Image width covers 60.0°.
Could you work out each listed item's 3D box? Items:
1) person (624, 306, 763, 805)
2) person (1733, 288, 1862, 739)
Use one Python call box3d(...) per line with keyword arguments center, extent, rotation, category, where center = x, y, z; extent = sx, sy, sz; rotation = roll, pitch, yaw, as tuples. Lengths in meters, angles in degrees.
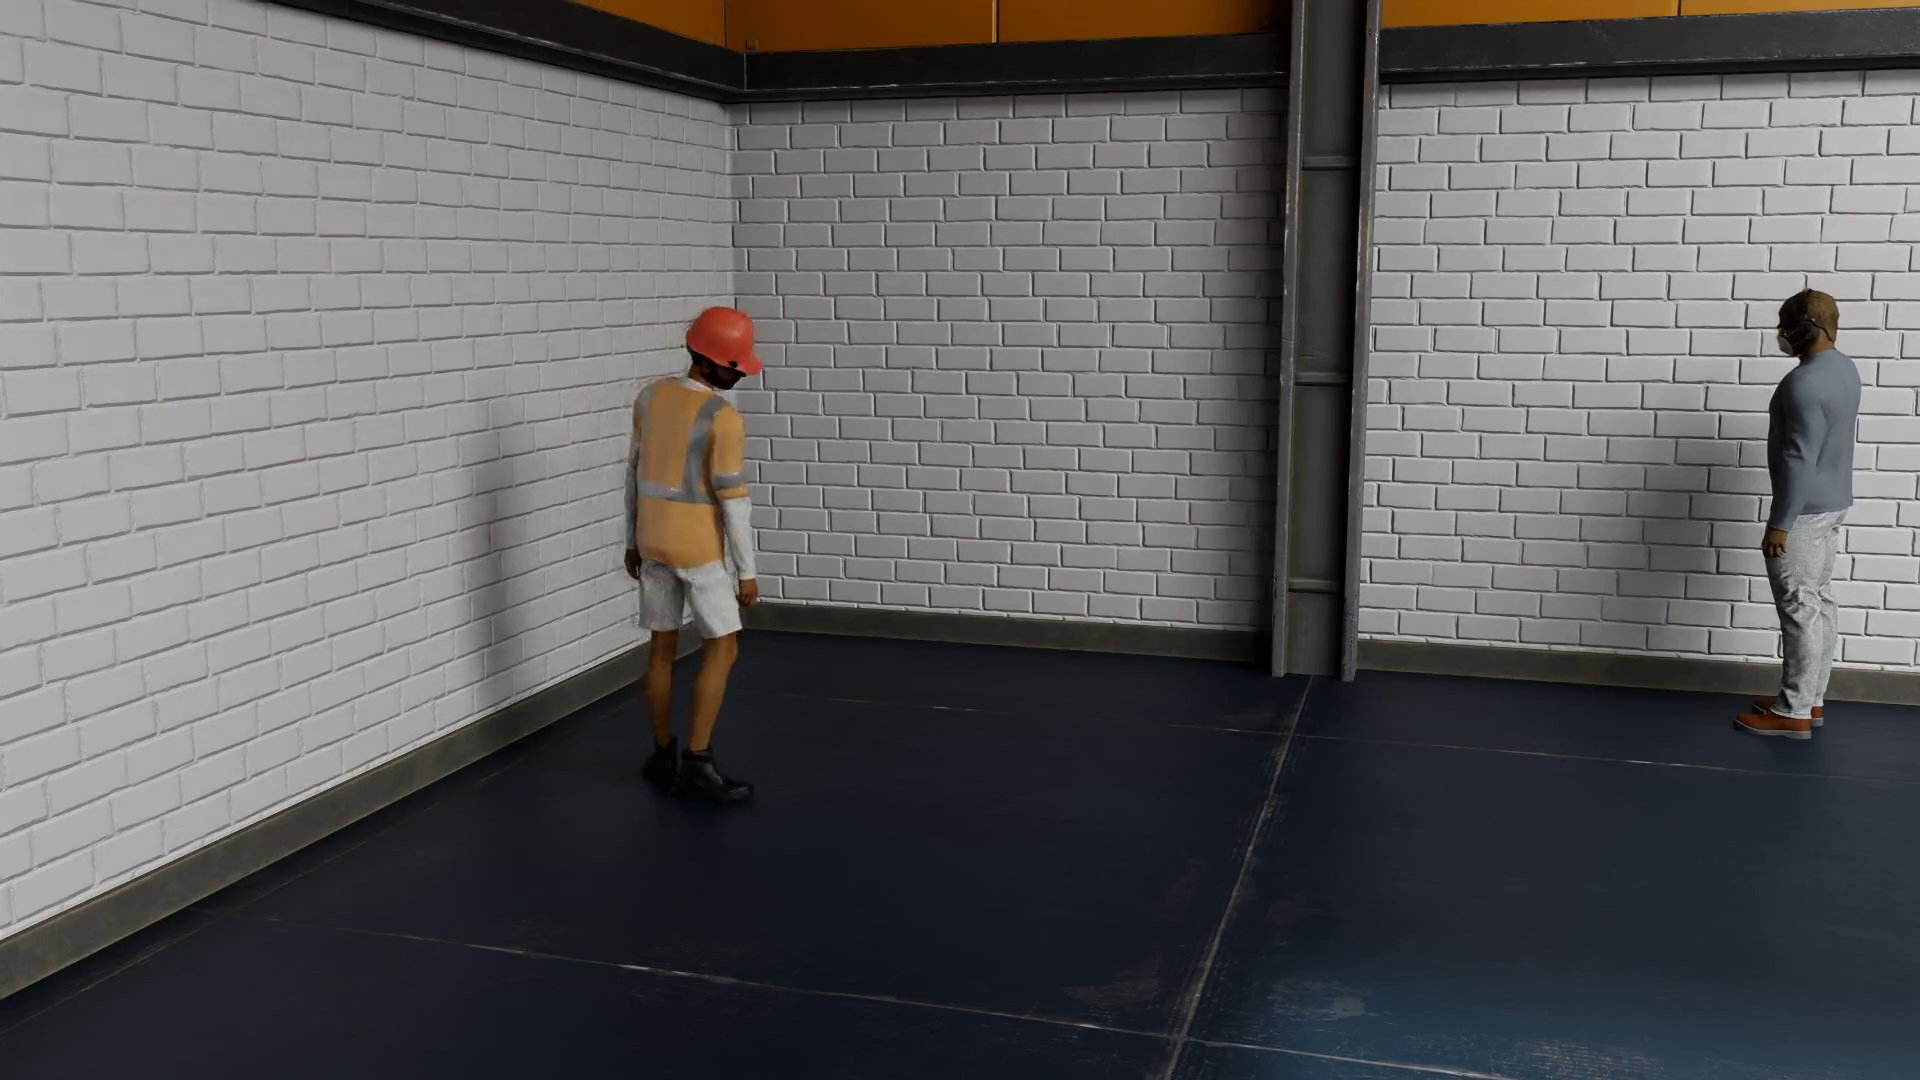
box3d(center=(-1.052, 0.051, 6.387), extent=(0.665, 1.883, 0.362), rotation=(6, 11, 35), category="person")
box3d(center=(3.630, -0.110, 7.176), extent=(0.373, 1.935, 0.628), rotation=(8, 12, 41), category="person")
